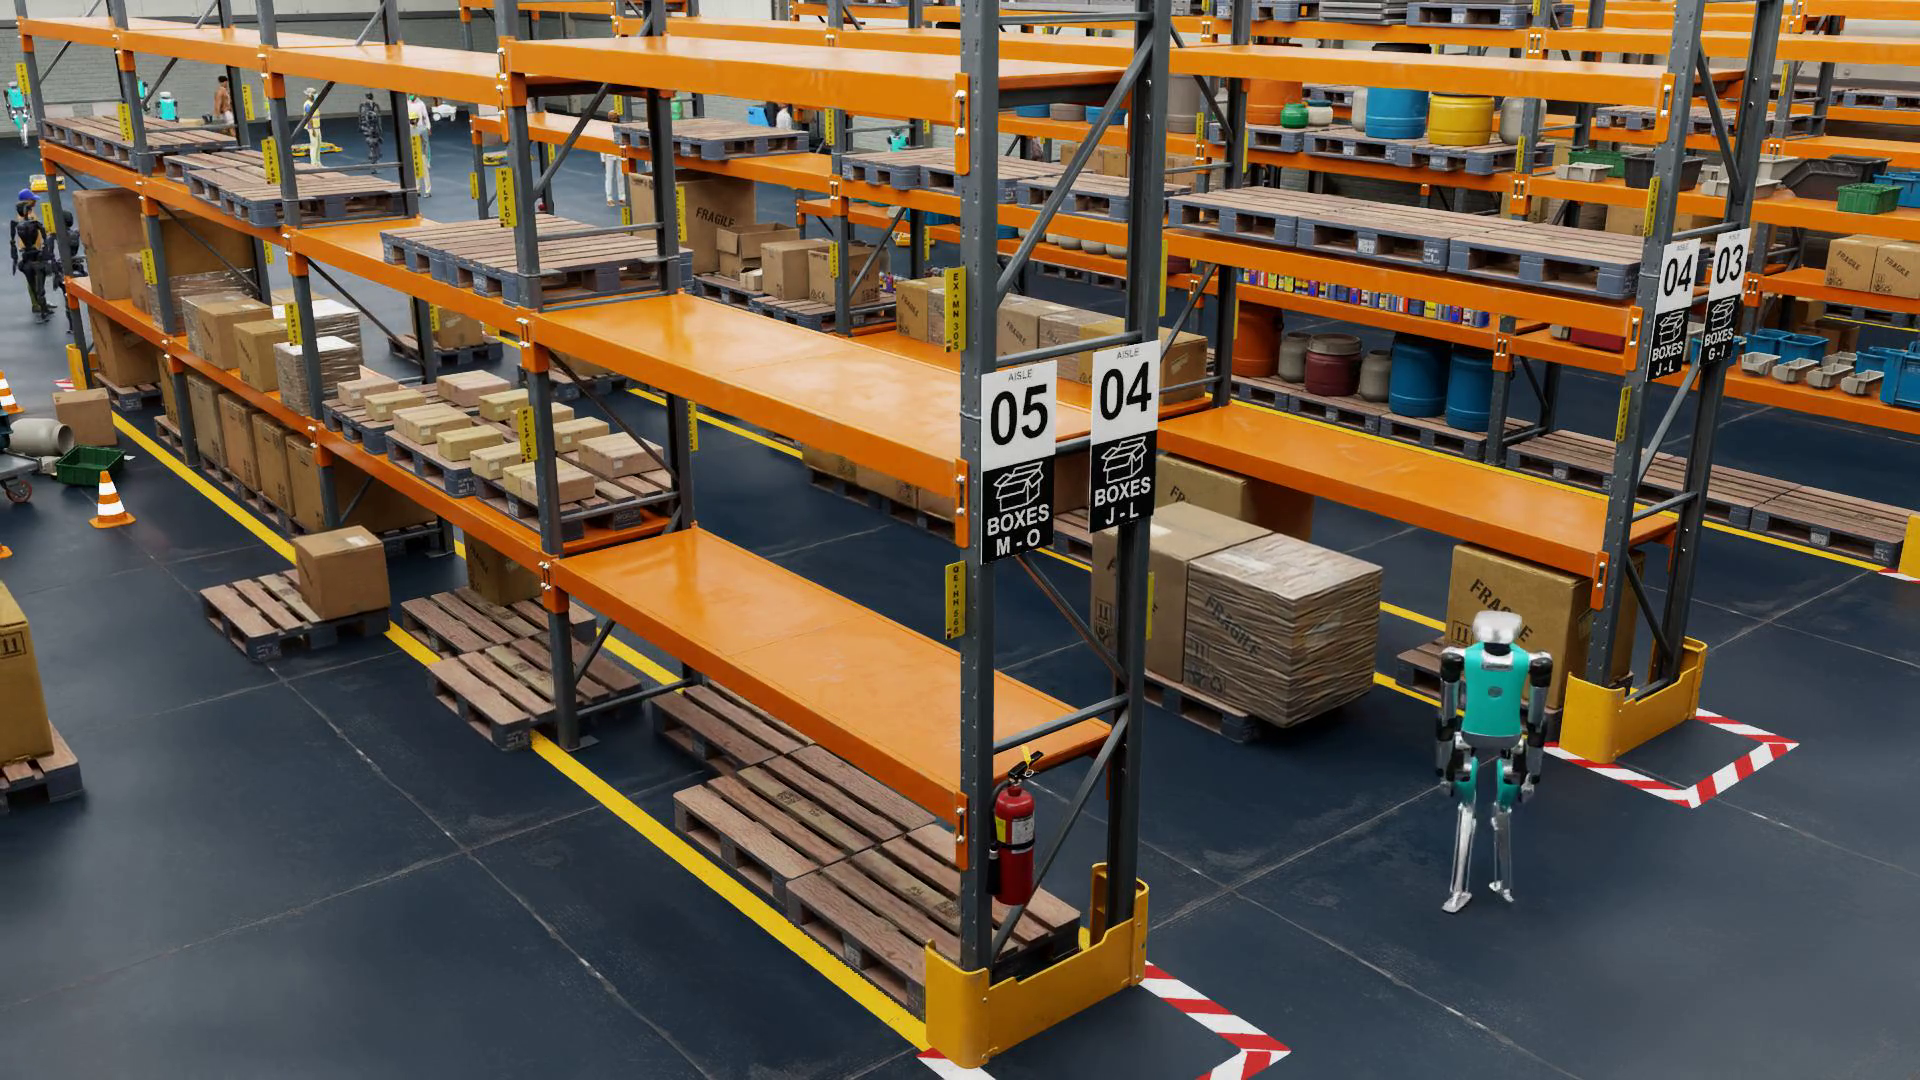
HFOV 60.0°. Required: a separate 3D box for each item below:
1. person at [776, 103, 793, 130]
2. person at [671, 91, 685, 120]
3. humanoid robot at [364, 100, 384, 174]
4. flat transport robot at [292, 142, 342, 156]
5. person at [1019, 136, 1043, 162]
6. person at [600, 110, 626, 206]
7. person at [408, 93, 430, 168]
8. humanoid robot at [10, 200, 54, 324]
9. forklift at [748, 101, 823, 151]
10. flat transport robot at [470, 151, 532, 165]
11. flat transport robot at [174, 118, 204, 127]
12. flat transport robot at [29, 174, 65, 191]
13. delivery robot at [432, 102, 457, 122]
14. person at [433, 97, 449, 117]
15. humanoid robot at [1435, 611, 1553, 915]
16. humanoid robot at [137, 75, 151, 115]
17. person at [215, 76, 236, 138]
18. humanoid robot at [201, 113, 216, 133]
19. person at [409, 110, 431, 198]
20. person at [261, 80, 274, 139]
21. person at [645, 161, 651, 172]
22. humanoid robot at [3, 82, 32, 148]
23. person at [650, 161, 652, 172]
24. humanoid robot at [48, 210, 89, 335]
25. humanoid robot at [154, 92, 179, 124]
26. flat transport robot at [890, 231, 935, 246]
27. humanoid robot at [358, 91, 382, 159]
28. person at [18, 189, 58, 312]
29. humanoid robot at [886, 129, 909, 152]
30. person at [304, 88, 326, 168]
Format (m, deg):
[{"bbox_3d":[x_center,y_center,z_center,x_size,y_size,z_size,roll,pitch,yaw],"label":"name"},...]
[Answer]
[{"bbox_3d":[-3.803,-8.720,36.374,0.529,1.846,0.618,-12,22,-30],"label":"person"},{"bbox_3d":[-6.752,-9.828,39.361,0.516,1.954,0.802,-6,20,-15],"label":"person"},{"bbox_3d":[-13.456,-9.227,38.061,0.398,1.646,0.584,0,19,0],"label":"humanoid robot"},{"bbox_3d":[-16.423,-9.873,42.035,0.659,0.231,1.431,12,23,30],"label":"flat transport robot"},{"bbox_3d":[1.308,-6.625,30.548,0.542,1.757,0.414,-9,21,-24],"label":"person"},{"bbox_3d":[-6.889,-7.615,33.192,0.574,1.876,0.356,-12,23,-32],"label":"person"},{"bbox_3d":[-12.662,-9.593,38.820,0.564,1.869,0.954,0,19,0],"label":"person"},{"bbox_3d":[-12.658,-3.802,22.662,0.587,1.635,0.626,2,20,7],"label":"humanoid robot"},{"bbox_3d":[-4.526,-11.368,42.374,1.129,2.768,1.873,-15,24,-37],"label":"forklift"},{"bbox_3d":[-11.100,-9.245,40.247,0.659,0.231,1.431,11,22,28],"label":"flat transport robot"},{"bbox_3d":[-19.271,-9.606,41.273,0.659,0.231,1.431,2,19,5],"label":"flat transport robot"},{"bbox_3d":[-19.735,-7.740,35.965,0.659,0.231,1.431,-10,22,-26],"label":"flat transport robot"},{"bbox_3d":[-15.664,-12.965,50.431,0.785,0.614,0.520,-3,20,-9],"label":"delivery robot"},{"bbox_3d":[-16.209,-14.057,51.518,0.498,1.876,0.399,17,25,39],"label":"person"},{"bbox_3d":[2.696,1.119,8.575,0.545,1.793,0.817,5,20,13],"label":"humanoid robot"},{"bbox_3d":[-22.296,-11.683,45.030,0.551,1.743,1.044,2,19,6],"label":"humanoid robot"},{"bbox_3d":[-19.162,-11.216,43.526,0.838,1.825,0.800,3,20,8],"label":"person"},{"bbox_3d":[-15.836,-8.205,35.214,0.745,1.633,0.599,-1,19,-3],"label":"humanoid robot"},{"bbox_3d":[-11.196,-7.963,34.339,0.523,1.769,0.322,7,20,18],"label":"person"},{"bbox_3d":[-18.586,-11.591,44.807,0.318,1.672,0.636,-17,26,-40],"label":"person"},{"bbox_3d":[-6.087,-7.593,33.341,0.471,1.734,0.324,-5,20,-14],"label":"person"},{"bbox_3d":[-24.342,-10.979,43.028,0.554,1.739,1.060,-11,22,-29],"label":"humanoid robot"},{"bbox_3d":[-5.059,-6.004,28.488,0.374,1.958,0.597,6,20,17],"label":"person"},{"bbox_3d":[-11.573,-3.487,21.762,0.696,1.632,0.596,13,23,32],"label":"humanoid robot"},{"bbox_3d":[-18.795,-9.693,39.328,0.741,1.786,0.530,16,25,37],"label":"humanoid robot"},{"bbox_3d":[-0.869,-5.378,29.240,0.659,0.231,1.431,-3,20,-9],"label":"flat transport robot"},{"bbox_3d":[-14.561,-10.220,40.989,0.614,1.620,0.784,2,19,5],"label":"humanoid robot"},{"bbox_3d":[-12.947,-4.057,23.310,0.379,1.707,0.435,-6,20,-17],"label":"person"},{"bbox_3d":[-1.253,-6.816,31.156,0.541,1.822,0.661,13,23,32],"label":"humanoid robot"},{"bbox_3d":[-14.995,-9.515,38.593,0.405,1.884,0.520,-2,19,-4],"label":"person"}]
